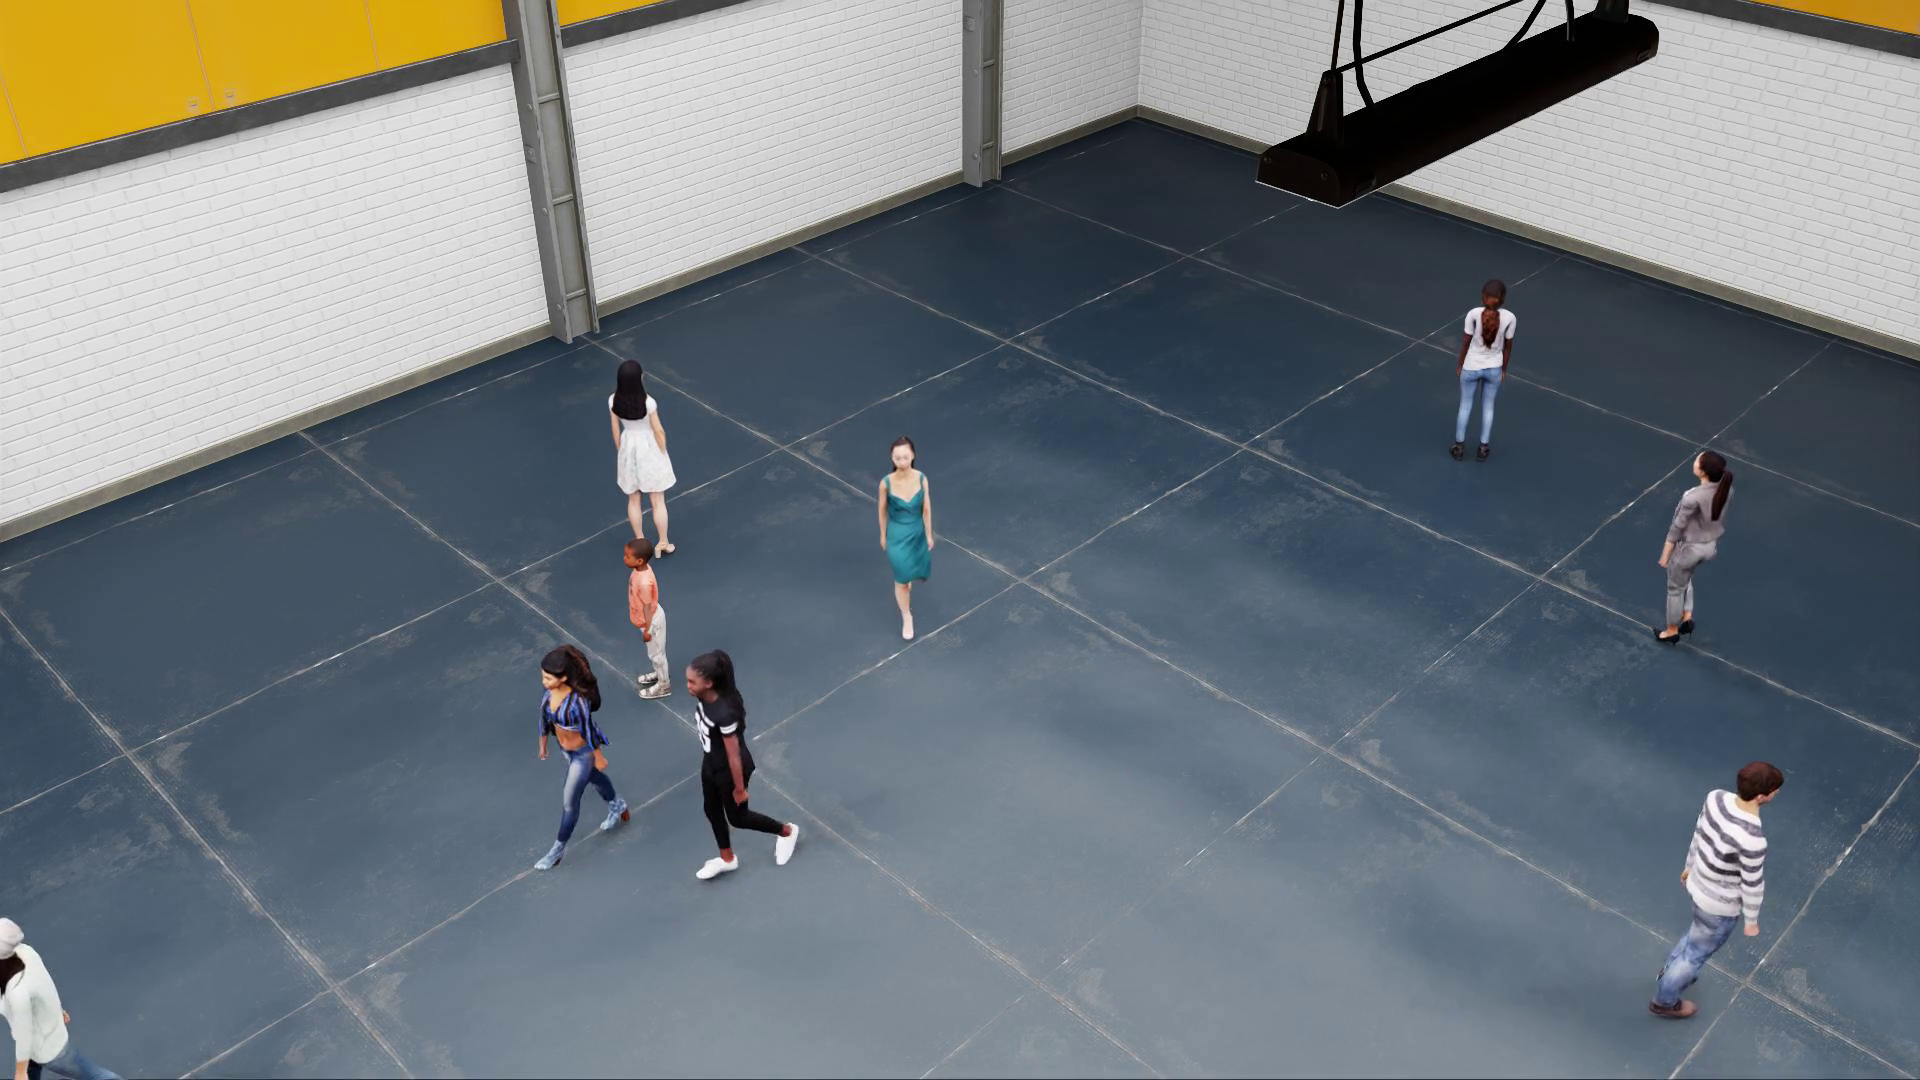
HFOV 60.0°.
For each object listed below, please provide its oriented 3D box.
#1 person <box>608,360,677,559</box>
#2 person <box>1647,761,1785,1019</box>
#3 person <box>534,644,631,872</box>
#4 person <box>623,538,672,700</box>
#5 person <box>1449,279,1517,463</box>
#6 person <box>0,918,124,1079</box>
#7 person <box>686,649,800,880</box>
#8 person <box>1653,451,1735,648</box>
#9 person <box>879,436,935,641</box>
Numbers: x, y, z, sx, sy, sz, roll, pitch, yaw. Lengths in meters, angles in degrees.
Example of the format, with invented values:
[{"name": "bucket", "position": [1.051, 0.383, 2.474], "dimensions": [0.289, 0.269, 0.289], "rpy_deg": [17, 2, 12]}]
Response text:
[{"name": "person", "position": [-2.549, -0.641, 13.325], "dimensions": [0.773, 1.774, 0.812], "rpy_deg": [6, 34, 9]}, {"name": "person", "position": [4.138, 1.986, 9.320], "dimensions": [0.865, 1.833, 0.806], "rpy_deg": [0, 34, 0]}, {"name": "person", "position": [-2.360, 1.307, 10.572], "dimensions": [0.638, 1.578, 0.984], "rpy_deg": [27, 42, 35]}, {"name": "person", "position": [-2.224, 0.549, 11.955], "dimensions": [0.585, 1.310, 0.549], "rpy_deg": [-9, 35, -14]}, {"name": "person", "position": [4.605, -1.500, 14.666], "dimensions": [0.660, 1.721, 0.685], "rpy_deg": [5, 34, 8]}, {"name": "person", "position": [-4.673, 2.570, 8.653], "dimensions": [1.147, 1.599, 0.817], "rpy_deg": [-16, 37, -23]}, {"name": "person", "position": [-1.383, 1.401, 10.311], "dimensions": [0.974, 1.710, 0.747], "rpy_deg": [-22, 39, -29]}, {"name": "person", "position": [5.459, 0.128, 12.270], "dimensions": [0.638, 1.662, 0.778], "rpy_deg": [-14, 36, -20]}, {"name": "person", "position": [-0.405, -0.044, 12.521], "dimensions": [0.835, 1.671, 0.849], "rpy_deg": [-6, 34, -8]}]
